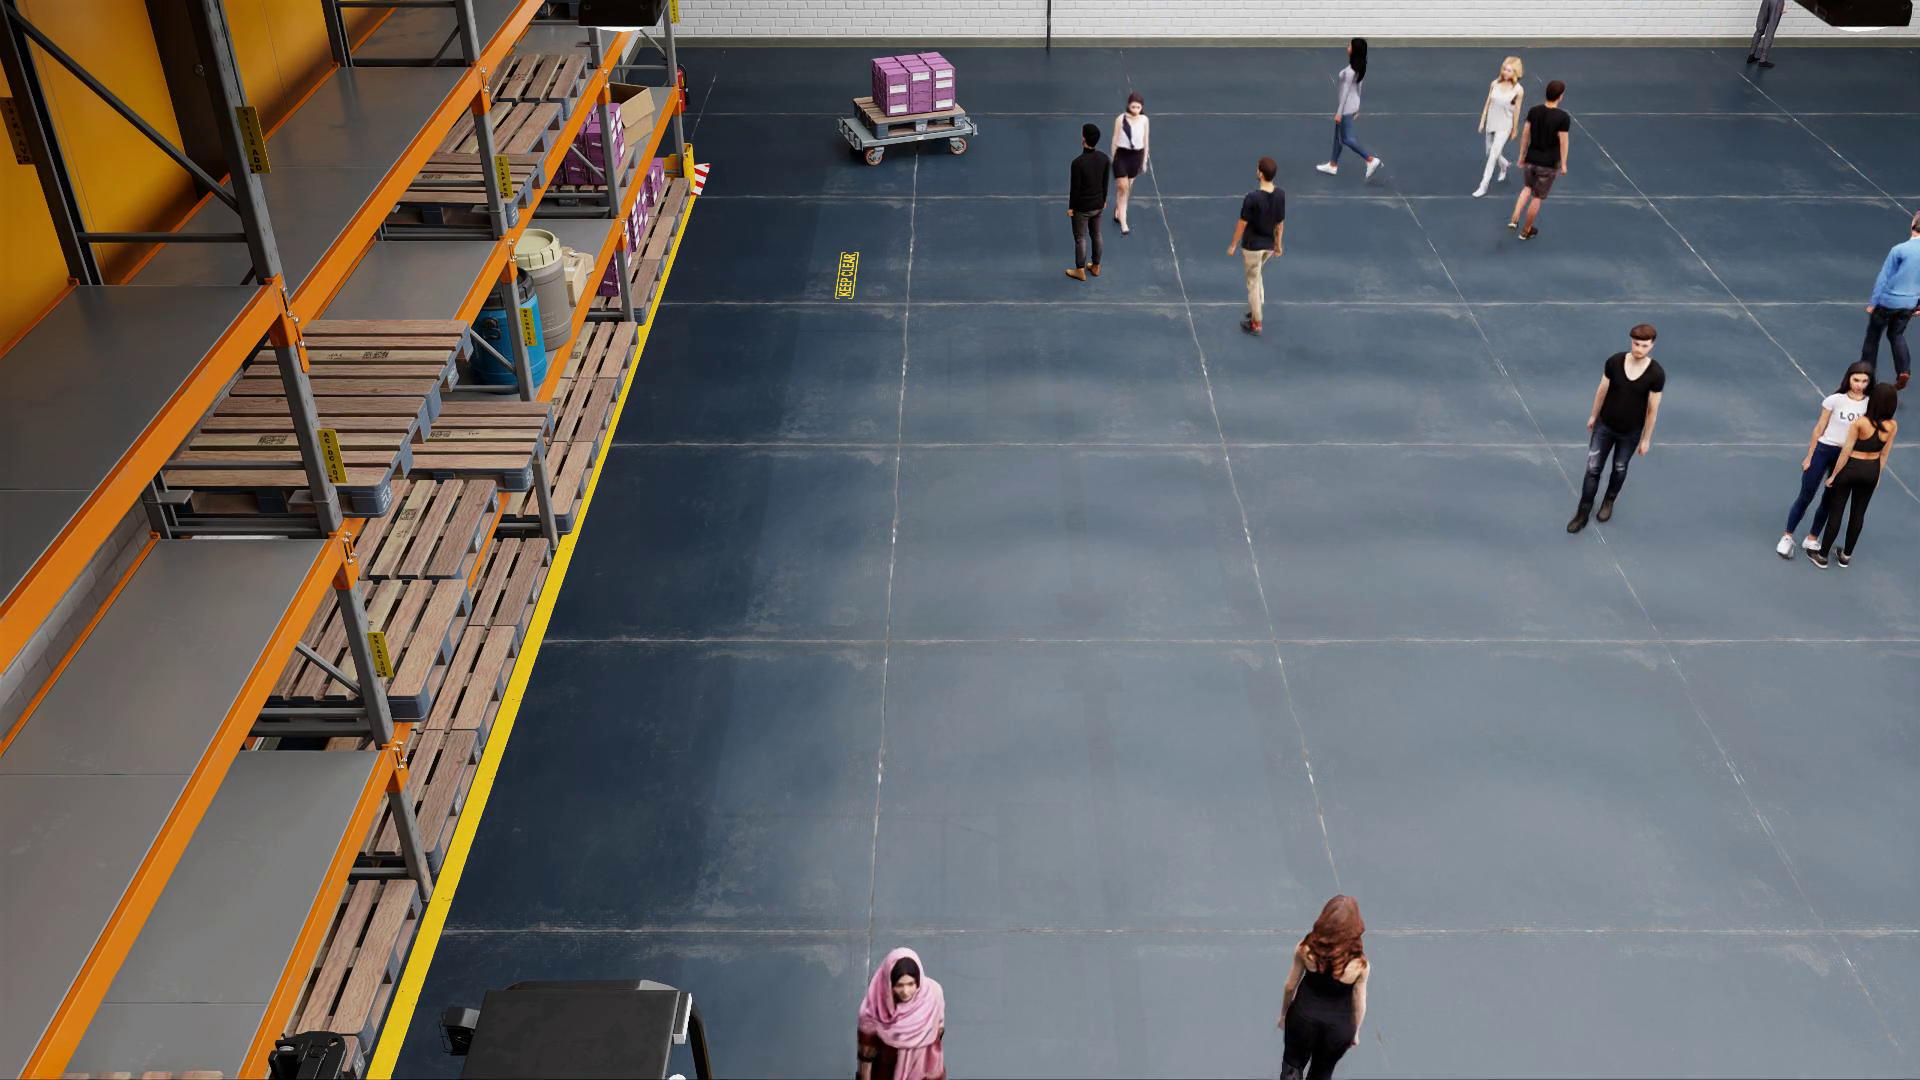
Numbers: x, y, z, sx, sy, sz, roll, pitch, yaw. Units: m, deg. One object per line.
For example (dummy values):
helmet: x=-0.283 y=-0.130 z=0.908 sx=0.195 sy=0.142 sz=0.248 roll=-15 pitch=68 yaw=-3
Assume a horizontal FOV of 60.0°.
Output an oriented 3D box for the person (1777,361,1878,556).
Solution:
person: x=7.042 y=-0.660 z=13.436 sx=0.668 sy=1.772 sz=0.567 roll=1 pitch=34 yaw=2

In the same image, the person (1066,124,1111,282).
person: x=1.386 y=-3.662 z=17.996 sx=0.726 sy=1.723 sz=0.724 roll=-19 pitch=38 yaw=-26

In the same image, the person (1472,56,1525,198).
person: x=6.565 y=-5.021 z=20.111 sx=1.050 sy=1.645 sz=1.037 roll=-25 pitch=41 yaw=-33

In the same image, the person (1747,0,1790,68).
person: x=11.828 y=-7.799 z=24.170 sx=0.711 sy=1.779 sz=0.561 roll=-13 pitch=36 yaw=-18

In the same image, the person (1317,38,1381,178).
person: x=4.853 y=-5.259 z=20.405 sx=0.983 sy=1.717 sz=1.070 roll=17 pitch=37 yaw=24

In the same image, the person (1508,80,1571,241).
person: x=6.514 y=-4.258 z=18.779 sx=0.905 sy=1.849 sz=0.841 roll=-27 pitch=42 yaw=-34

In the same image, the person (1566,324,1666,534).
person: x=5.517 y=-0.982 z=13.835 sx=1.011 sy=1.866 sz=1.128 roll=20 pitch=39 yaw=27

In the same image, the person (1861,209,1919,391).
person: x=8.941 y=-2.233 z=15.776 sx=0.707 sy=1.800 sz=0.921 roll=-3 pitch=34 yaw=-5

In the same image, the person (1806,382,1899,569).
person: x=7.191 y=-0.515 z=13.333 sx=0.564 sy=1.643 sz=0.511 roll=2 pitch=34 yaw=3

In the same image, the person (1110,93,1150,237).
person: x=1.926 y=-4.382 z=19.180 sx=0.647 sy=1.612 sz=1.041 roll=-3 pitch=34 yaw=-4

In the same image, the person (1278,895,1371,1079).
person: x=1.855 y=2.565 z=8.620 sx=0.778 sy=1.731 sz=0.997 roll=12 pitch=35 yaw=17

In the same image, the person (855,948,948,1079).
person: x=-0.324 y=2.654 z=8.592 sx=0.727 sy=1.614 sz=0.919 roll=-5 pitch=34 yaw=-8

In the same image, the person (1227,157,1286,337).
person: x=3.068 y=-2.919 z=16.771 sx=0.775 sy=1.842 sz=0.813 roll=-20 pitch=39 yaw=-27
